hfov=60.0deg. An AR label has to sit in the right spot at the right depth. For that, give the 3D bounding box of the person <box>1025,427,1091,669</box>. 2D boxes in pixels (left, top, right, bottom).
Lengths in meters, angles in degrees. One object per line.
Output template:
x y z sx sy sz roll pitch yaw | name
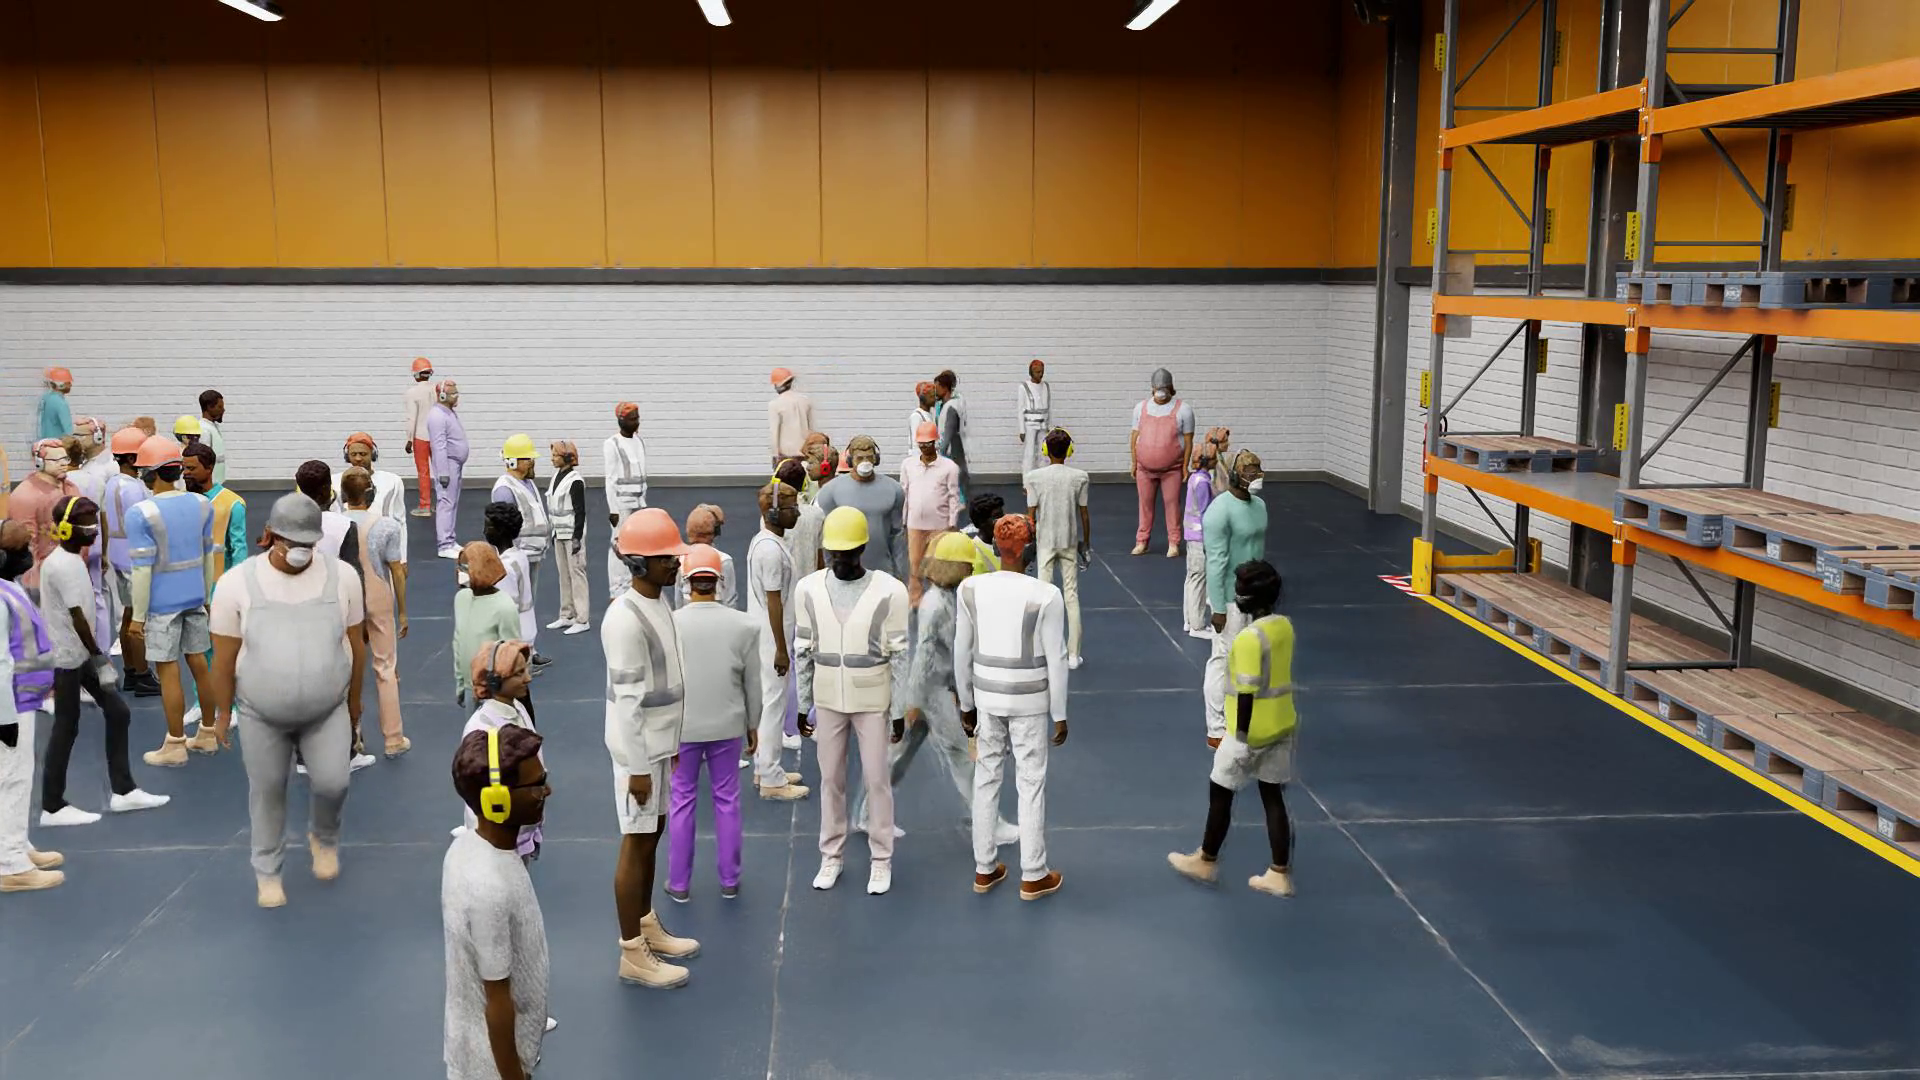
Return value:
0.742 0.067 12.779 0.534 1.868 0.309 -1 9 -4 | person

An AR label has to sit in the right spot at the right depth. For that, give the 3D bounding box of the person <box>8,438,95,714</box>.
-6.259 0.241 11.568 0.404 1.906 0.651 1 9 5 | person

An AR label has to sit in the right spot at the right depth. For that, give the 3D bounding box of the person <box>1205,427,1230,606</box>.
2.334 -0.223 15.308 0.315 1.641 0.515 3 10 19 | person

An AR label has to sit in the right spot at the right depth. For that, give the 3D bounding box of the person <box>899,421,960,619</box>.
-0.285 -0.169 14.614 0.560 1.752 0.325 2 9 14 | person

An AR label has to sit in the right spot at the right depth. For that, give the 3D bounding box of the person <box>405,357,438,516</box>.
-6.724 -1.298 20.952 0.377 1.995 0.608 6 11 32 | person

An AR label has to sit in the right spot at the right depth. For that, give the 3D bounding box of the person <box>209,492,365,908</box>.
-3.195 0.749 7.954 0.710 2.000 0.541 -4 10 -26 | person

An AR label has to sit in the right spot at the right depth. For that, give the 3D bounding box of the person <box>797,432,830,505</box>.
-1.306 -0.161 14.981 0.278 1.628 0.504 6 11 31 | person

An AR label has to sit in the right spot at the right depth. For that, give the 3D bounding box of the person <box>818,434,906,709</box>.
-0.674 0.232 11.519 0.635 1.937 0.352 -3 10 -20 | person

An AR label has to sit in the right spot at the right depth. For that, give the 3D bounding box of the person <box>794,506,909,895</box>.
-0.536 0.781 8.144 0.586 1.920 0.397 2 9 14 | person

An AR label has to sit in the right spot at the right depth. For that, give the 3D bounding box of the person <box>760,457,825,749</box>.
-1.079 0.404 10.659 0.513 1.871 0.329 -9 12 -43 | person

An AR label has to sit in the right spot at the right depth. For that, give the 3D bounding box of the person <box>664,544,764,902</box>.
-1.238 0.883 8.064 0.577 1.737 0.355 -3 10 -19 | person

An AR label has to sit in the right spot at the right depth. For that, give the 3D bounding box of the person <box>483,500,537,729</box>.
-2.689 0.609 9.913 0.317 1.696 0.539 -1 9 -8 | person

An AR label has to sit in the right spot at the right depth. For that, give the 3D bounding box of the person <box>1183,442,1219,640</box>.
2.018 0.002 13.898 0.310 1.642 0.514 0 9 -1 | person

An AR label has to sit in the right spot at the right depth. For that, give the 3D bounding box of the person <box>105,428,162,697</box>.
-5.916 0.159 11.980 0.356 1.938 0.545 -8 12 -41 | person

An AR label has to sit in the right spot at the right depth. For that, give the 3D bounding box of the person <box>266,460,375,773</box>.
-3.881 0.472 10.077 0.596 1.918 0.379 1 9 8 | person

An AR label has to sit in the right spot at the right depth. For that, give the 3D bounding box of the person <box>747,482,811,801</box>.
-1.063 0.580 9.630 0.329 1.844 0.516 -2 9 -12 | person

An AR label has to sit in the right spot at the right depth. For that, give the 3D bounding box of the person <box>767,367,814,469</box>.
-1.967 -1.033 19.380 0.641 1.961 0.565 -7 12 -39 | person

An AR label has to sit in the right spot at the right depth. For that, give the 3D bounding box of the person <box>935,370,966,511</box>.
-0.120 -1.273 21.340 0.583 1.828 0.388 7 12 39 | person

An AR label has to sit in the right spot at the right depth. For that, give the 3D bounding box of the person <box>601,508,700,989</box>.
-1.318 0.876 7.145 0.385 2.045 0.605 0 9 3 | person

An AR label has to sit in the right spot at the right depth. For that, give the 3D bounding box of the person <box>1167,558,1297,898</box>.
1.374 0.906 8.153 0.675 1.675 0.559 8 12 42 | person

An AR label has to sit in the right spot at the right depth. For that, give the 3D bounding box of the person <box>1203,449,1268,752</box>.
1.762 0.388 10.539 0.363 1.939 0.636 7 11 36 | person

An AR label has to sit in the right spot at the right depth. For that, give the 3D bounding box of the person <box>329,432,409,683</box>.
-4.371 0.143 12.257 0.585 1.879 0.337 -3 10 -20 | person

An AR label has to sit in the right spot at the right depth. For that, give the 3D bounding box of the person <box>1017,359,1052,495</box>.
1.033 -1.541 22.855 0.585 1.879 0.355 -8 12 -40 | person

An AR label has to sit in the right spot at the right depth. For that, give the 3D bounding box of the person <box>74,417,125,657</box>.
-6.865 -0.027 13.247 0.640 1.910 0.401 4 10 25 | person

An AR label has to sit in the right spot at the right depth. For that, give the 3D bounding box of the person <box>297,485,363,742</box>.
-4.065 0.461 10.615 0.533 1.770 0.319 7 11 36 | person

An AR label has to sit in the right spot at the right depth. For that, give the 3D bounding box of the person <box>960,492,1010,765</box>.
0.158 0.546 10.305 0.316 1.695 0.541 3 9 17 | person

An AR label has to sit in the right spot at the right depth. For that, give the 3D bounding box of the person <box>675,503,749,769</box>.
-1.539 0.597 10.151 0.515 1.645 0.308 7 12 38 | person

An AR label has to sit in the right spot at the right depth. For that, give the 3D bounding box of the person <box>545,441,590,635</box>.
-3.322 -0.026 14.079 0.295 1.640 0.519 -7 11 -38 | person

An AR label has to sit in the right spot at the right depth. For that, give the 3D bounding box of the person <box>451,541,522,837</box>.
-2.514 0.810 8.846 0.501 1.633 0.283 7 11 37 | person

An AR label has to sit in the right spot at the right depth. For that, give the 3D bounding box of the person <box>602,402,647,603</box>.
-3.022 -0.315 15.131 0.354 1.881 0.576 3 10 20 | person

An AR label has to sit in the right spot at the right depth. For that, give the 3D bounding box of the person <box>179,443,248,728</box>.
-5.026 0.301 11.149 0.593 1.920 0.392 3 9 17 | person

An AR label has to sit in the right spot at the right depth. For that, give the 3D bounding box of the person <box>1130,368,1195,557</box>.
2.144 -0.831 17.879 0.688 2.000 0.539 3 10 21 | person

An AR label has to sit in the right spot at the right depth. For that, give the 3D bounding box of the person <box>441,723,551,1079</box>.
-1.193 1.399 4.407 0.327 1.874 0.518 -4 10 -22 | person

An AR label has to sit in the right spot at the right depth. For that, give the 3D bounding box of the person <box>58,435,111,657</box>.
-6.626 0.131 12.495 0.354 1.835 0.515 3 10 20 | person

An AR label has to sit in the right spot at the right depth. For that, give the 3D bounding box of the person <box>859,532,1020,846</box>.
-0.109 0.787 8.820 0.964 1.678 0.495 1 9 8 | person

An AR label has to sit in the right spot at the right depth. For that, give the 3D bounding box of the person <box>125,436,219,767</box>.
-4.874 0.380 10.266 0.372 2.044 0.607 4 10 21 | person

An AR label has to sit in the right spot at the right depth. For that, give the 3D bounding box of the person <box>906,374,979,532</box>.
-0.176 -1.000 19.490 1.034 1.860 0.597 -2 9 -12 | person

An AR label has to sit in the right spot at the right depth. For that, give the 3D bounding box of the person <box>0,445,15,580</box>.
-8.448 -0.229 14.449 0.384 1.924 0.593 -5 10 -28 | person

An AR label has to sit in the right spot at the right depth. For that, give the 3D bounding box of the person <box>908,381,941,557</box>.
-0.384 -0.769 17.987 0.340 1.879 0.585 2 9 12 | person

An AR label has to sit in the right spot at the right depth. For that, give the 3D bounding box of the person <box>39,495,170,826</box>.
-4.741 0.666 9.146 0.771 1.831 0.486 -3 9 -17 | person

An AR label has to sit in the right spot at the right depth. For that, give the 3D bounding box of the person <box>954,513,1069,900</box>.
0.256 0.805 8.091 0.584 1.882 0.339 5 10 26 | person

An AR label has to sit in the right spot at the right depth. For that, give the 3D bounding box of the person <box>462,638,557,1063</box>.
-1.759 1.189 6.442 0.310 1.642 0.514 0 9 0 | person

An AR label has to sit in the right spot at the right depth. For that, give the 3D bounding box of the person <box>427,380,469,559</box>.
-5.470 -0.761 17.855 0.407 1.906 0.655 -1 9 -6 | person

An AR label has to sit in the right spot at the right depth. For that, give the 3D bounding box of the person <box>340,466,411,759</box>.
-3.720 0.460 10.385 0.511 1.842 0.327 -1 9 -8 | person

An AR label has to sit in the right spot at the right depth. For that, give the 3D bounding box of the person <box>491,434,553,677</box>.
-3.315 0.109 12.624 0.404 1.831 0.600 0 9 2 | person

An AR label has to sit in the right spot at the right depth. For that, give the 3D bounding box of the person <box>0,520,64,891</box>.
-4.711 0.809 8.243 0.430 1.835 0.642 -4 10 -26 | person
